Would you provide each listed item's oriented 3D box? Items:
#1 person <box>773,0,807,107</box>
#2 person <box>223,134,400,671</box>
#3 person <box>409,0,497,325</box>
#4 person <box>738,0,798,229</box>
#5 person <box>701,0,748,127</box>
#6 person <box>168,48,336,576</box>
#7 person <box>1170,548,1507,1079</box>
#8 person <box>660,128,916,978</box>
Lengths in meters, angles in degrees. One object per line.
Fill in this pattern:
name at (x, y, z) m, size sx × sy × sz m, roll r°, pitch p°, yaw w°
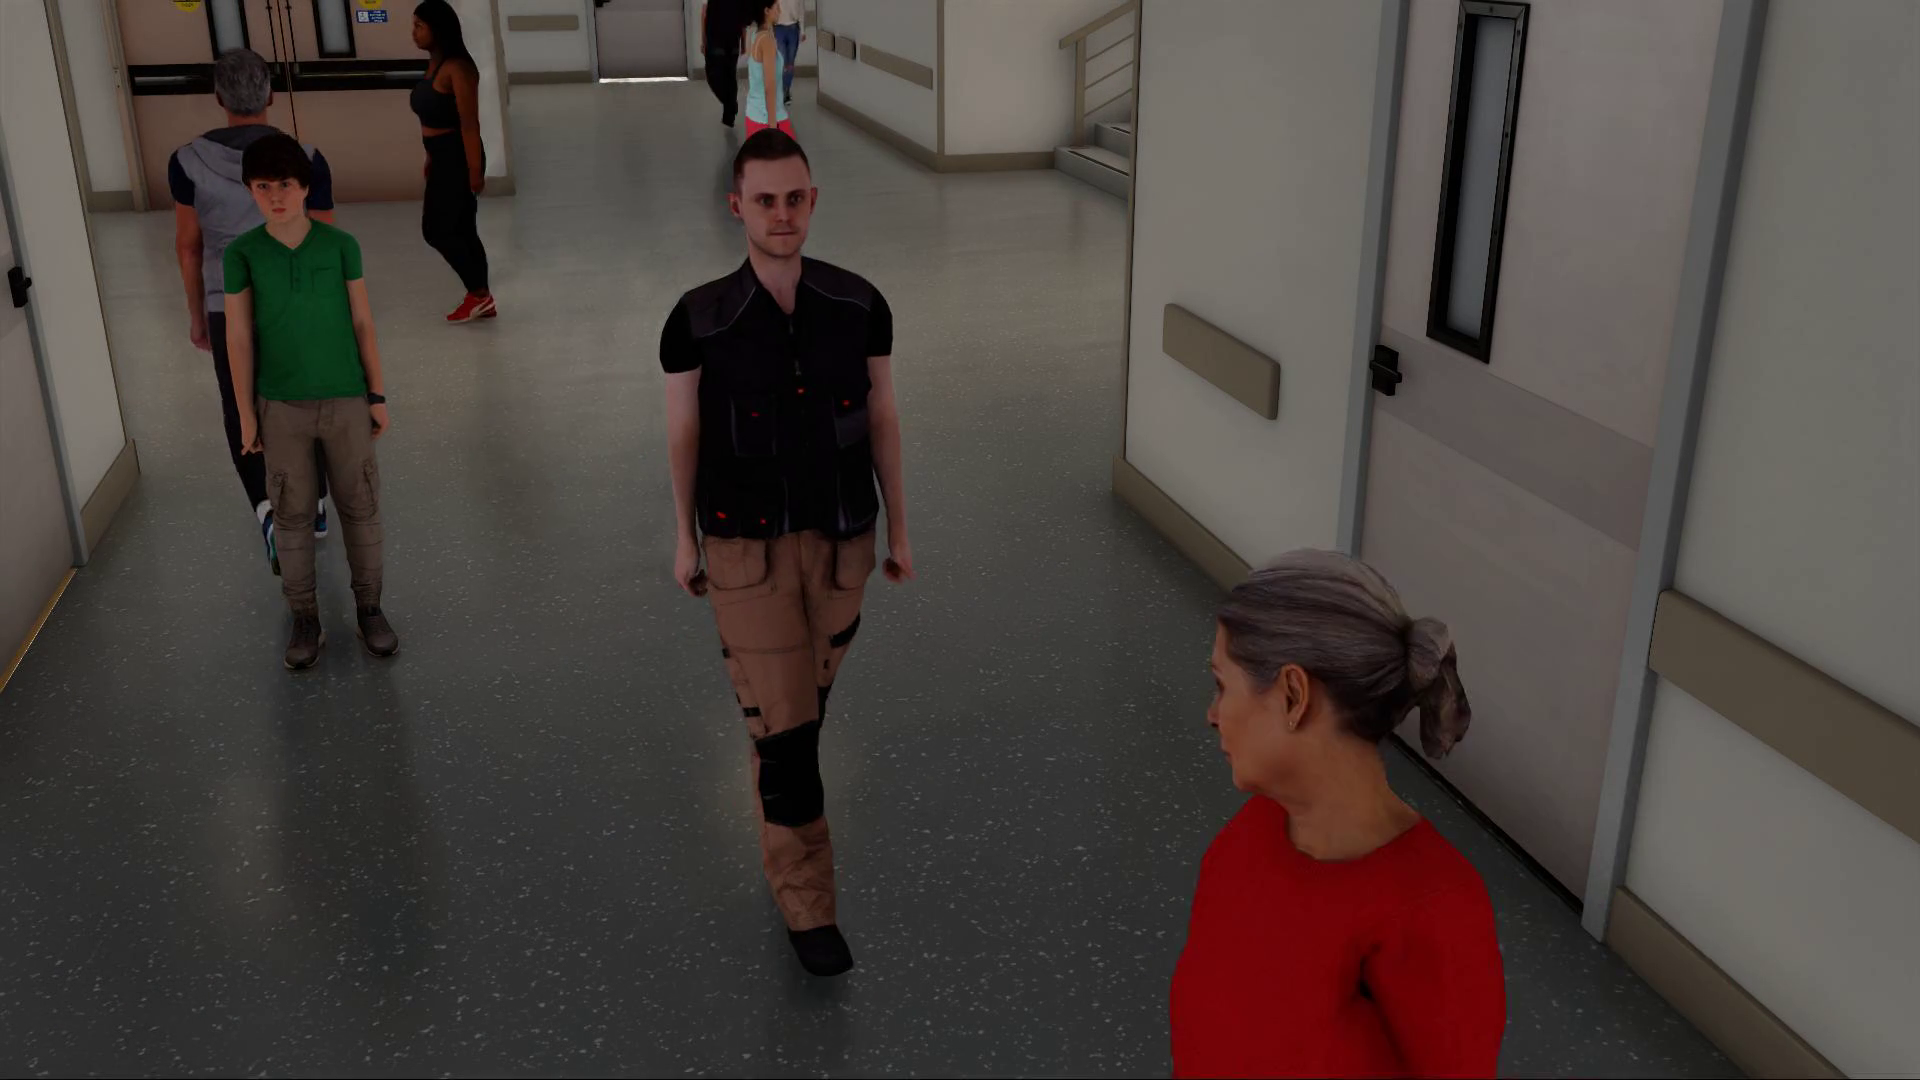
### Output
person at (-2.121, -6.119, 20.204) m, size 1.099 × 1.650 × 0.742 m, roll -4°, pitch 21°, yaw -9°
person at (-2.014, -0.427, 5.172) m, size 0.511 × 1.651 × 0.686 m, roll -9°, pitch 23°, yaw -23°
person at (-2.772, -2.123, 9.436) m, size 0.752 × 1.804 × 0.748 m, roll -11°, pitch 24°, yaw -28°
person at (-1.405, -2.854, 11.435) m, size 0.697 × 1.754 × 0.647 m, roll -9°, pitch 22°, yaw -22°
person at (-2.536, -5.378, 17.990) m, size 0.941 × 1.831 × 0.838 m, roll -10°, pitch 23°, yaw -24°
person at (-2.433, -0.758, 5.829) m, size 1.128 × 1.806 × 0.894 m, roll -9°, pitch 23°, yaw -23°
person at (0.457, 0.847, 1.784) m, size 0.668 × 1.669 × 0.801 m, roll -18°, pitch 27°, yaw -39°
person at (-0.412, -0.020, 3.896) m, size 1.159 × 1.794 × 0.853 m, roll -8°, pitch 22°, yaw -20°
